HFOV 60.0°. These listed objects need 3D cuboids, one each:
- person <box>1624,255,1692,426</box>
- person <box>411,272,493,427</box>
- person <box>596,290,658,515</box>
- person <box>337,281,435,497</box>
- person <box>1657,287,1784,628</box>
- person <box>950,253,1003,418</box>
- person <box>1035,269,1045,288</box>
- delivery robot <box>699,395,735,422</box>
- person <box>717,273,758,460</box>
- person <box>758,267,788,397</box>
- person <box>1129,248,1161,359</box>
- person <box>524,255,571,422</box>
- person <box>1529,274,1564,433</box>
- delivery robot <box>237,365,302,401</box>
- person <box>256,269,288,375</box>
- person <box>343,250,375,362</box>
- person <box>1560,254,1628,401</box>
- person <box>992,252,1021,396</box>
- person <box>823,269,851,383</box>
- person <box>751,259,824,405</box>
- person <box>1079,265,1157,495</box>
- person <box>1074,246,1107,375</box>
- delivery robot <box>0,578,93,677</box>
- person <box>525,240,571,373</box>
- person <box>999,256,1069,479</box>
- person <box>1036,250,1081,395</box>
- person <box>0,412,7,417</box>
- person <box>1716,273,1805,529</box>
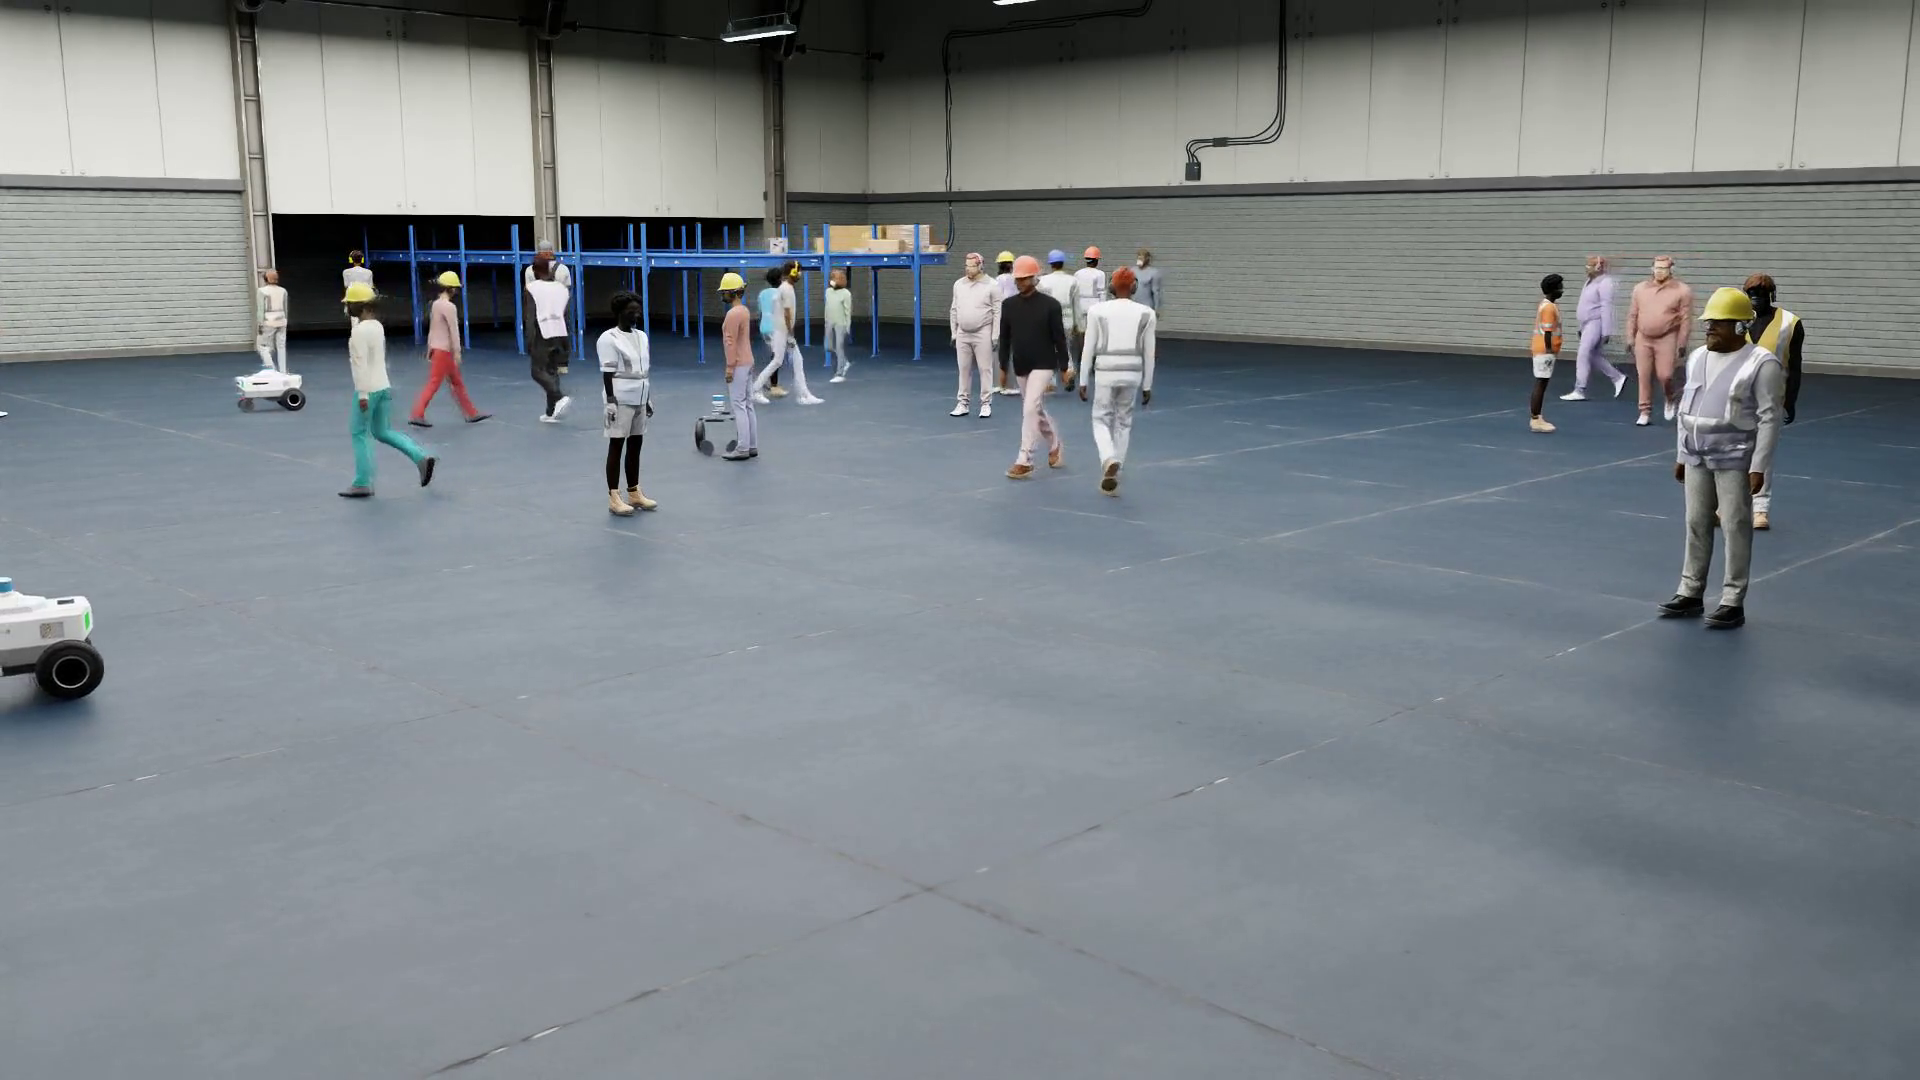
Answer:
[{"bbox_3d":[7.773,-2.224,18.560,0.656,1.895,0.460,8,13,37],"label":"person"},{"bbox_3d":[-5.715,-2.114,18.452,0.934,1.704,0.573,-7,13,-35],"label":"person"},{"bbox_3d":[-2.545,-1.057,12.729,0.318,1.699,0.534,5,12,26],"label":"person"},{"bbox_3d":[-4.719,-1.225,13.536,0.683,1.749,0.530,0,10,1],"label":"person"},{"bbox_3d":[4.134,-0.451,9.055,0.403,1.832,0.593,-5,11,-24],"label":"person"},{"bbox_3d":[0.166,-2.388,19.431,0.636,1.903,0.404,5,11,24],"label":"person"},{"bbox_3d":[1.218,-3.267,25.006,0.521,1.619,0.514,-5,11,-25],"label":"person"},{"bbox_3d":[-2.386,-1.312,16.387,0.335,0.223,0.698,0,10,-2],"label":"delivery robot"},{"bbox_3d":[-2.127,-1.650,15.806,0.337,1.757,0.518,1,10,6],"label":"person"},{"bbox_3d":[-2.438,-2.744,21.931,0.377,1.685,0.588,-8,13,-38],"label":"person"},{"bbox_3d":[2.977,-3.735,26.783,0.638,1.909,0.916,10,14,43],"label":"person"},{"bbox_3d":[-4.614,-2.264,18.788,0.618,1.881,0.642,8,13,37],"label":"person"},{"bbox_3d":[6.358,-2.027,18.019,0.317,1.695,0.540,3,11,16],"label":"person"},{"bbox_3d":[-8.428,-1.897,20.287,0.707,0.478,0.477,-6,12,-30],"label":"delivery robot"},{"bbox_3d":[-9.900,-3.080,23.938,0.412,1.623,0.551,6,12,29],"label":"person"},{"bbox_3d":[-10.116,-3.937,27.998,0.514,1.865,0.313,-8,13,-37],"label":"person"},{"bbox_3d":[8.200,-2.728,21.355,0.796,1.880,0.644,1,10,6],"label":"person"},{"bbox_3d":[0.588,-2.867,22.129,0.615,1.873,0.667,10,14,42],"label":"person"},{"bbox_3d":[-1.750,-3.096,24.037,0.522,1.620,0.411,9,14,42],"label":"person"},{"bbox_3d":[-2.230,-2.614,20.921,0.944,1.817,0.557,0,10,0],"label":"person"},{"bbox_3d":[1.285,-1.273,13.434,0.624,1.866,0.583,-1,10,-4],"label":"person"},{"bbox_3d":[2.005,-3.507,25.434,0.552,1.937,0.356,7,12,33],"label":"person"},{"bbox_3d":[-4.405,0.418,7.663,0.707,0.478,0.477,-7,12,-33],"label":"delivery robot"},{"bbox_3d":[-6.321,-3.553,25.521,0.684,2.000,0.538,-5,11,-24],"label":"person"},{"bbox_3d":[0.697,-1.568,14.876,0.643,1.945,1.027,7,13,35],"label":"person"},{"bbox_3d":[1.300,-2.877,22.046,0.613,1.921,0.505,-3,11,-14],"label":"person"},{"bbox_3d":[-11.489,-2.387,19.412,0.639,1.909,0.409,8,13,38],"label":"person"},{"bbox_3d":[5.734,-1.007,12.064,0.634,1.841,0.429,5,12,27],"label":"person"}]
